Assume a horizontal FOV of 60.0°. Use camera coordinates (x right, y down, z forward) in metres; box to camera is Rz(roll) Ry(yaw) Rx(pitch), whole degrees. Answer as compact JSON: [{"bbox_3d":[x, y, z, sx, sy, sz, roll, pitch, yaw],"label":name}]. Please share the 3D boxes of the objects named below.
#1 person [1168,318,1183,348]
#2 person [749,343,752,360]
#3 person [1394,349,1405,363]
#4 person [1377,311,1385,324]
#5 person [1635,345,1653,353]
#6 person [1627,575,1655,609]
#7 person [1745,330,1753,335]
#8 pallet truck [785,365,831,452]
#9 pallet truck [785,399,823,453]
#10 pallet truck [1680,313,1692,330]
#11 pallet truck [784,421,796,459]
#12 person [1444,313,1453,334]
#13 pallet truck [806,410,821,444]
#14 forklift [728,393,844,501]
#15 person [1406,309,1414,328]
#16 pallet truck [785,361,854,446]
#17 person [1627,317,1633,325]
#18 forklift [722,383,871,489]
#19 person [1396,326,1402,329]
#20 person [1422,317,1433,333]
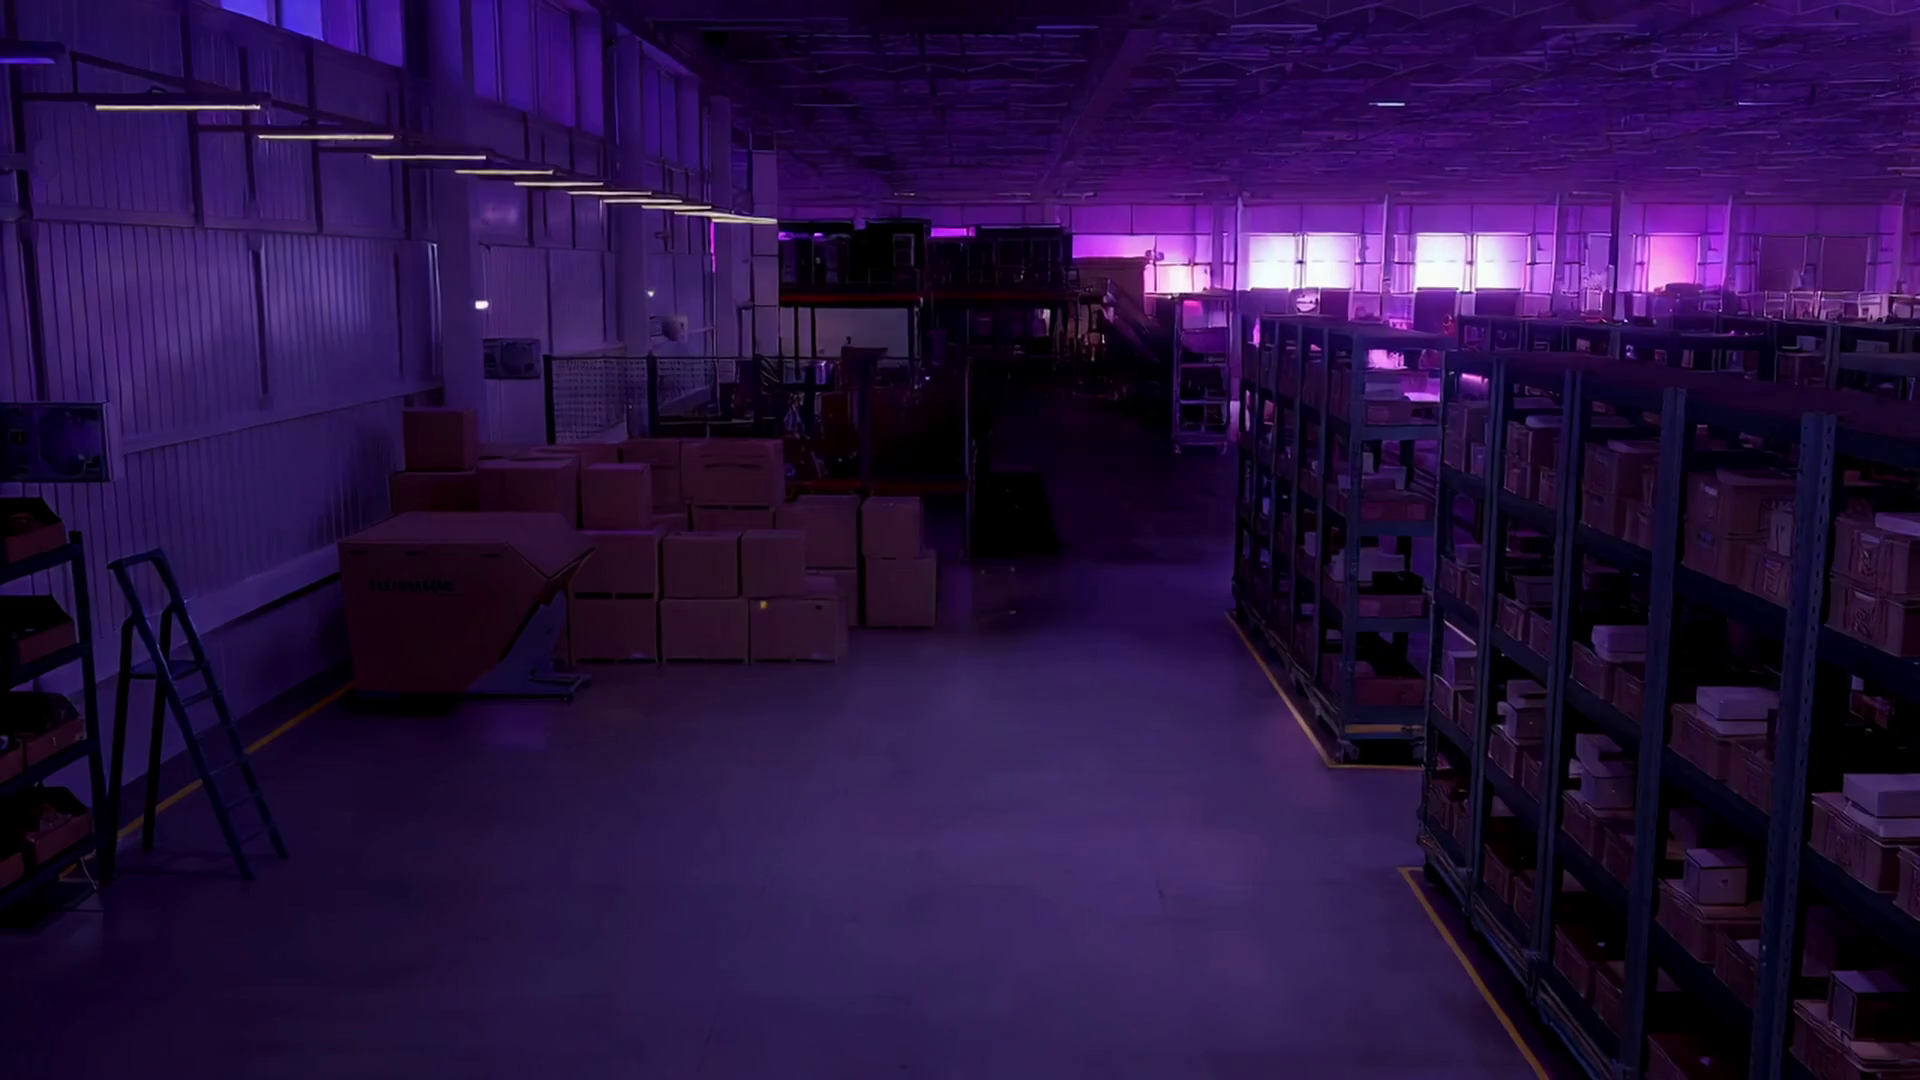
[{"bbox_3d":[10.304,-9.715,79.775,0.642,1.807,0.851,-2,9,-12],"label":"person"},{"bbox_3d":[-8.218,-7.644,66.941,0.982,1.844,0.593,1,9,5],"label":"person"},{"bbox_3d":[13.582,-5.079,51.328,0.323,1.765,0.534,-3,10,-15],"label":"person"},{"bbox_3d":[23.070,-11.553,90.872,0.966,1.886,0.559,8,12,41],"label":"person"},{"bbox_3d":[24.425,-6.529,59.419,0.684,2.000,0.535,0,9,0],"label":"person"},{"bbox_3d":[5.082,1.169,12.564,0.530,1.830,0.590,-1,9,-4],"label":"person"},{"bbox_3d":[39.055,-10.089,82.505,0.557,1.660,0.794,3,10,17],"label":"person"},{"bbox_3d":[-3.774,-2.976,37.635,1.885,1.965,0.823,1,9,5],"label":"pallet truck"},{"bbox_3d":[-3.814,-2.432,36.419,1.630,1.274,0.653,0,9,1],"label":"pallet truck"},{"bbox_3d":[36.315,-10.531,84.244,0.823,1.965,1.885,-6,11,-33],"label":"pallet truck"},{"bbox_3d":[-4.013,-1.793,32.705,1.601,1.201,0.680,0,9,1],"label":"pallet truck"},{"bbox_3d":[25.215,-10.777,85.958,0.420,1.940,0.600,-4,10,-25],"label":"person"},{"bbox_3d":[-3.559,-2.018,33.905,1.522,1.261,0.704,0,9,-1],"label":"pallet truck"},{"bbox_3d":[-2.979,-1.316,26.476,2.680,1.987,1.157,0,9,1],"label":"forklift"},{"bbox_3d":[25.633,-12.204,94.813,0.393,1.921,0.586,8,12,42],"label":"person"},{"bbox_3d":[-3.410,-3.193,38.978,1.885,1.965,0.823,0,9,-1],"label":"pallet truck"},{"bbox_3d":[31.423,-9.488,78.093,0.392,1.907,0.617,-3,10,-15],"label":"person"},{"bbox_3d":[-2.893,-1.687,28.729,2.680,1.987,1.157,0,9,-1],"label":"forklift"},{"bbox_3d":[16.322,-6.947,61.992,0.393,2.041,0.614,1,9,5],"label":"person"},{"bbox_3d":[21.520,-9.310,76.738,0.468,1.981,0.658,-4,10,-24],"label":"person"}]
